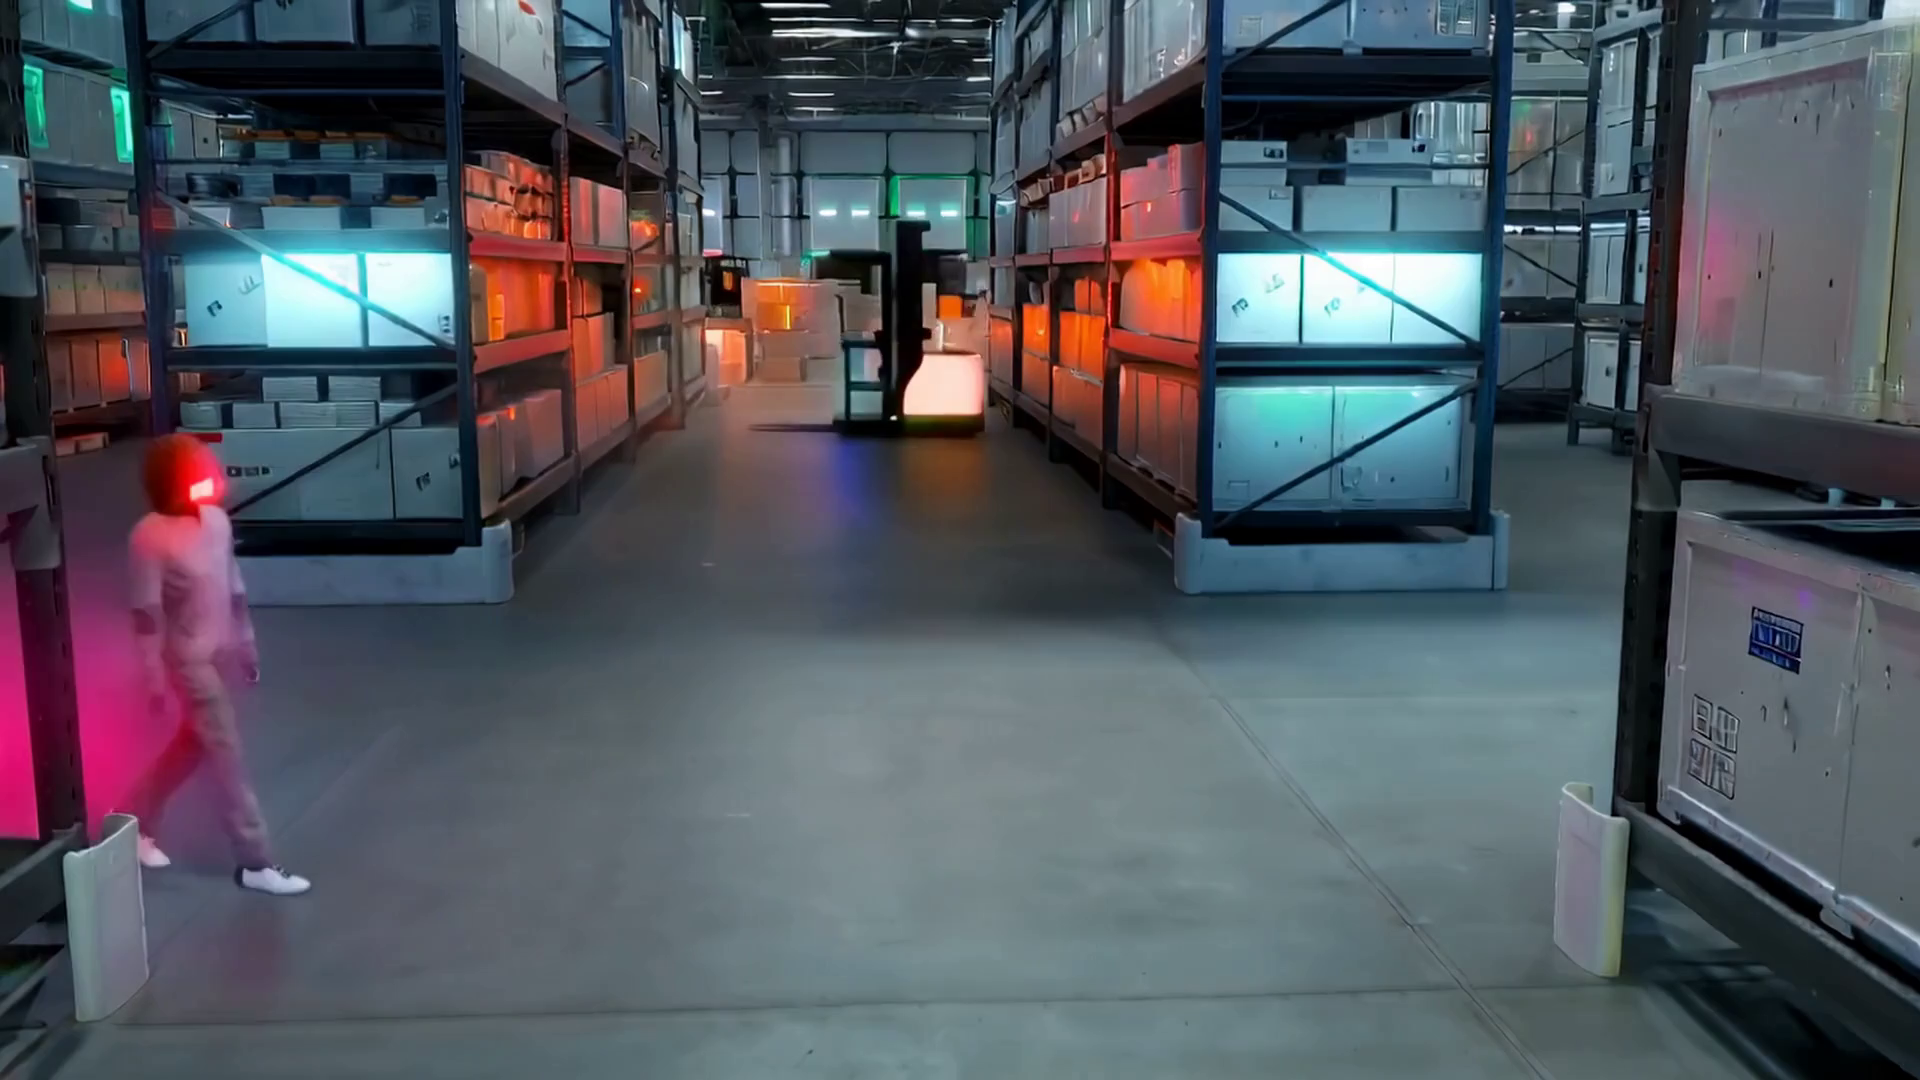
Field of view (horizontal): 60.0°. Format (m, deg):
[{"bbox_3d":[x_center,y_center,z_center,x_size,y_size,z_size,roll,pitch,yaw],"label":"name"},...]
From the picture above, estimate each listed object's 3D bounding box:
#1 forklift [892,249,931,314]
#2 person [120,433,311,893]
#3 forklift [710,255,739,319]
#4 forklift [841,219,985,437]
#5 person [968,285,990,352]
[{"bbox_3d":[-1.021,-6.480,45.020,1.873,2.768,1.129,-2,9,-12],"label":"forklift"},{"bbox_3d":[-2.669,0.417,5.762,0.817,1.593,0.510,1,9,7],"label":"person"},{"bbox_3d":[-8.368,-8.713,59.038,1.129,2.768,1.873,-1,9,-4],"label":"forklift"},{"bbox_3d":[-0.640,-2.784,21.811,1.873,2.768,1.129,-1,9,-4],"label":"forklift"},{"bbox_3d":[0.437,-4.889,38.130,0.995,1.888,0.648,-3,10,-20],"label":"person"}]
